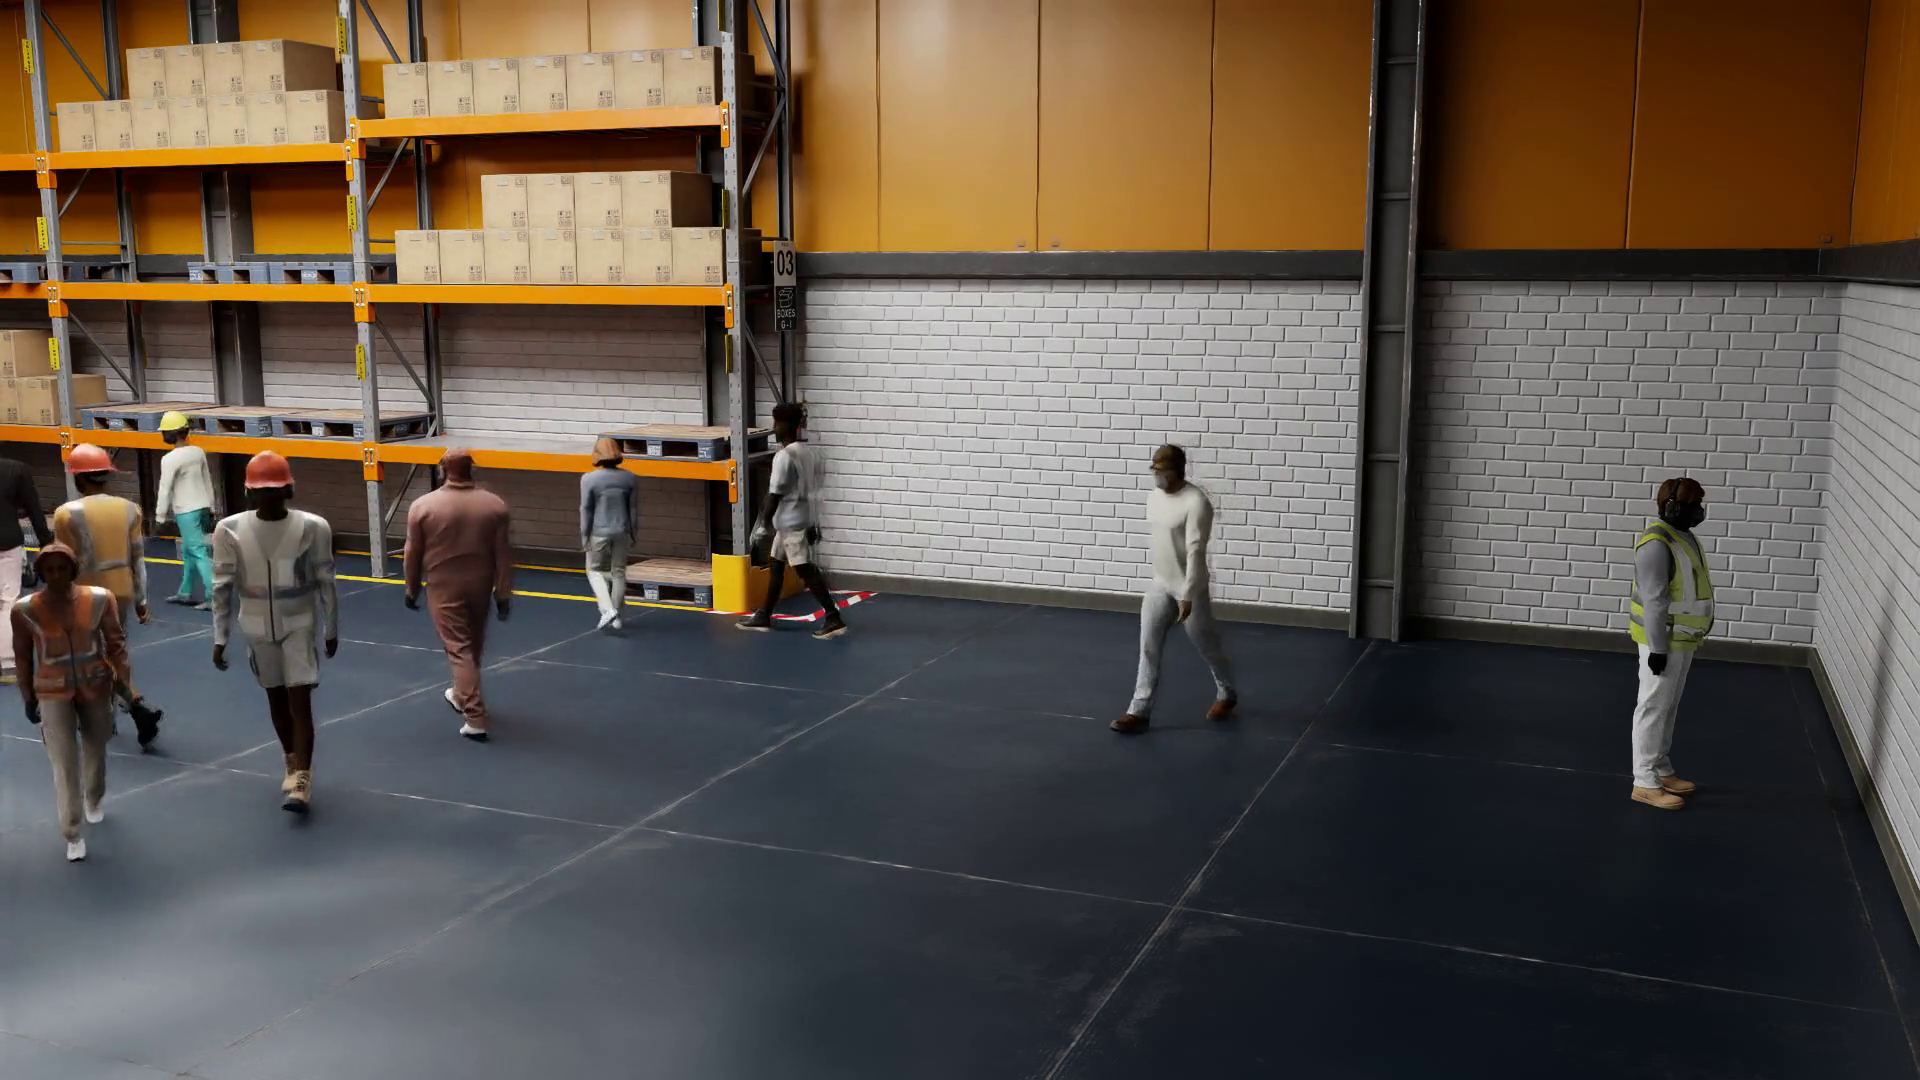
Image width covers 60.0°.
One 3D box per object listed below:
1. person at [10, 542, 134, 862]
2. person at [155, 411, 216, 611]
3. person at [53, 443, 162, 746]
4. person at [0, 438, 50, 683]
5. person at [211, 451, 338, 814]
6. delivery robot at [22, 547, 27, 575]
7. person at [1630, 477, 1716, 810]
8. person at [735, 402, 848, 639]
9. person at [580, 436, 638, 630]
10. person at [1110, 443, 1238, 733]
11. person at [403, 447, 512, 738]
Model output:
[{"bbox_3d":[-4.632,0.787,8.695,0.519,1.603,0.829,-6,11,-33],"label":"person"},{"bbox_3d":[-6.784,-0.247,14.498,0.751,1.739,0.564,2,10,10],"label":"person"},{"bbox_3d":[-5.339,0.350,10.438,0.853,1.915,0.543,5,11,27],"label":"person"},{"bbox_3d":[-7.092,0.042,12.223,0.711,1.918,1.034,-3,10,-20],"label":"person"},{"bbox_3d":[-3.781,0.510,9.176,0.624,1.992,1.007,-2,10,-10],"label":"person"},{"bbox_3d":[-9.027,0.138,15.516,0.707,0.478,0.477,7,12,37],"label":"delivery robot"},{"bbox_3d":[3.992,0.563,9.333,0.429,1.844,0.625,7,12,36],"label":"person"},{"bbox_3d":[-1.350,-0.157,13.465,0.997,1.924,0.602,2,10,11],"label":"person"},{"bbox_3d":[-2.877,-0.045,13.679,0.507,1.627,0.482,-5,11,-30],"label":"person"},{"bbox_3d":[1.460,0.301,10.818,1.036,1.898,0.639,-6,11,-34],"label":"person"},{"bbox_3d":[-3.265,0.320,10.825,0.635,1.843,1.047,-7,12,-37],"label":"person"}]
